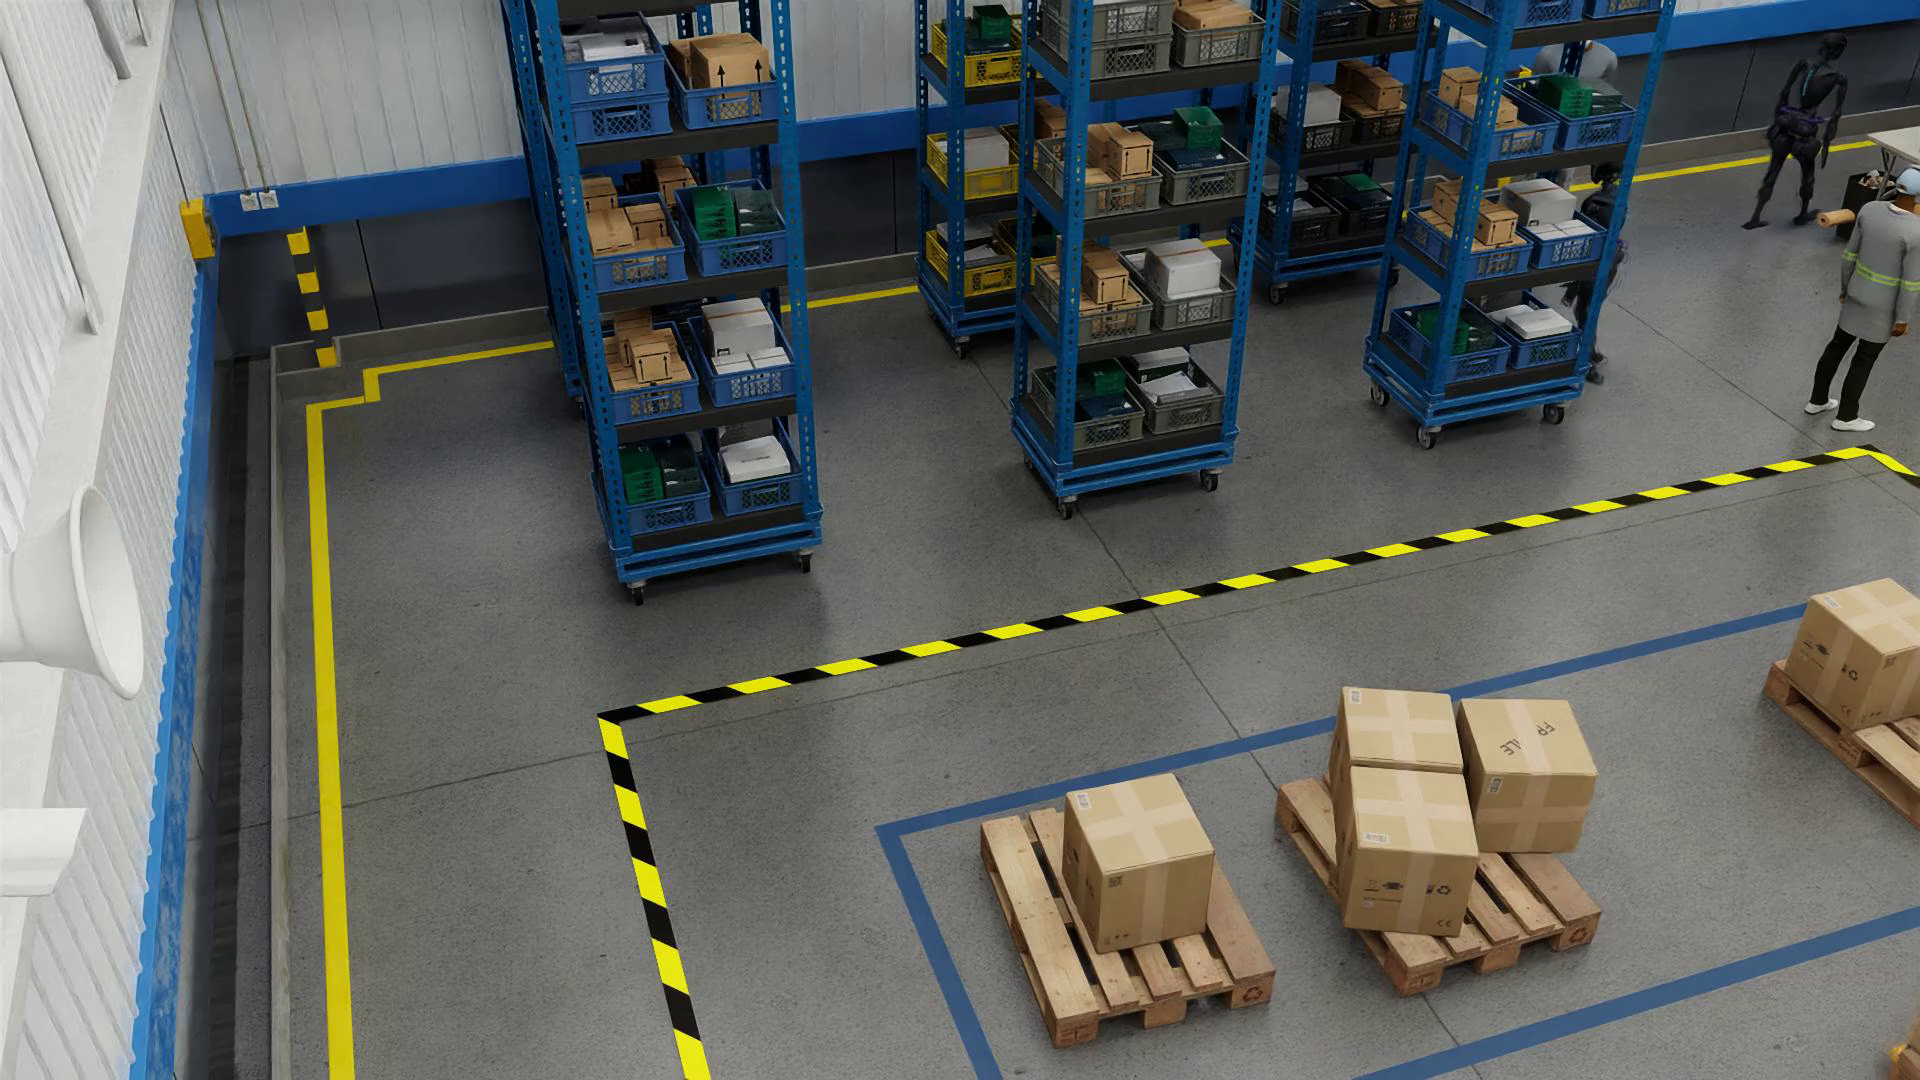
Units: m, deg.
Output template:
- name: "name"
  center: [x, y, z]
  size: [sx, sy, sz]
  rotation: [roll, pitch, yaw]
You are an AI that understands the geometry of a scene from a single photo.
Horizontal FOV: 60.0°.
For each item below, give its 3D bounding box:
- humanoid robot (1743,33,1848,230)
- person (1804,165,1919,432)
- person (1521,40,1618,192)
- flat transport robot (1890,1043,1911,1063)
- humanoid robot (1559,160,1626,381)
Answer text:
- name: "humanoid robot"
  center: [6.907, -3.349, 13.602]
  size: [0.691, 1.634, 0.608]
  rotation: [-17, 39, -23]
- name: "person"
  center: [6.019, -1.583, 10.927]
  size: [0.371, 1.852, 0.588]
  rotation: [-12, 37, -16]
- name: "person"
  center: [4.801, -3.274, 13.251]
  size: [0.627, 1.938, 0.373]
  rotation: [5, 35, 7]
- name: "flat transport robot"
  center: [4.484, 2.455, 6.550]
  size: [0.652, 0.197, 1.431]
  rotation: [-11, 37, -15]
- name: "humanoid robot"
  center: [4.405, -1.868, 11.487]
  size: [0.392, 1.646, 0.593]
  rotation: [22, 41, 28]
